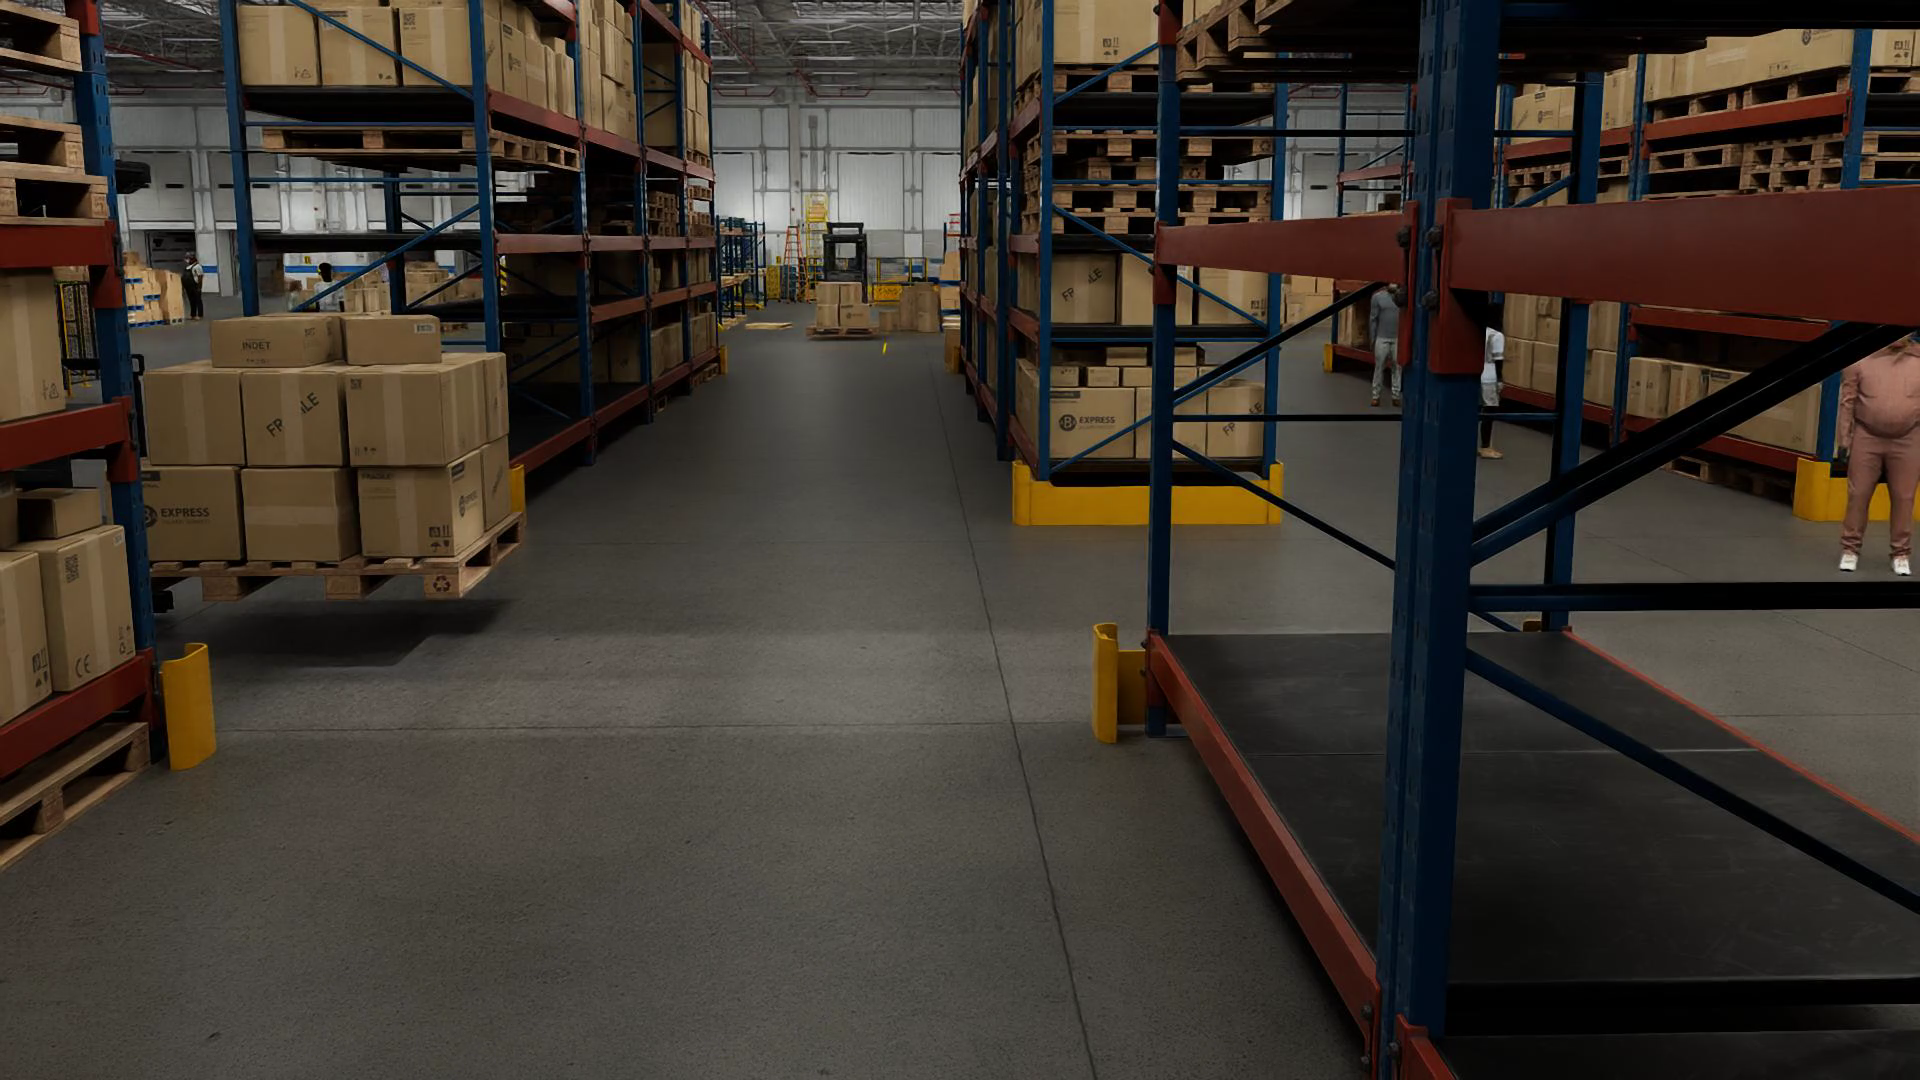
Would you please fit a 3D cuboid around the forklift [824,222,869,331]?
[{"bbox_3d":[-2.899,-6.686,42.367,1.129,2.768,1.873,0,10,-2],"label":"forklift"}]

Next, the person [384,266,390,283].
[{"bbox_3d":[-18.289,-8.207,53.665,0.718,1.868,0.590,8,13,37],"label":"person"}]

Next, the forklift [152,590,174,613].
[{"bbox_3d":[-5.858,-0.811,9.639,1.873,2.768,1.129,-1,10,-3],"label":"forklift"}]

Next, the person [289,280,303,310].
[{"bbox_3d":[-13.127,-4.345,32.904,0.851,1.596,0.530,-5,11,-26],"label":"person"}]

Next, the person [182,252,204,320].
[{"bbox_3d":[-23.005,-7.603,49.814,0.689,2.000,0.537,7,12,33],"label":"person"}]

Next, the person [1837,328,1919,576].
[{"bbox_3d":[6.558,-0.698,11.752,0.651,1.898,0.395,5,11,27],"label":"person"}]

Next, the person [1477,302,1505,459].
[{"bbox_3d":[5.701,-1.726,18.026,0.322,1.699,0.536,-3,11,-18],"label":"person"}]

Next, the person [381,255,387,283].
[{"bbox_3d":[-21.483,-9.795,62.373,0.400,1.919,0.585,1,10,4],"label":"person"}]

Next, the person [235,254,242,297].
[{"bbox_3d":[-30.138,-11.115,70.005,0.861,1.829,0.534,0,10,-2],"label":"person"}]

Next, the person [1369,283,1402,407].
[{"bbox_3d":[6.134,-2.858,23.668,0.627,1.941,0.372,2,10,13],"label":"person"}]

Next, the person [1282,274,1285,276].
[{"bbox_3d":[11.437,-8.933,57.517,0.628,1.937,0.368,-4,11,-20],"label":"person"}]

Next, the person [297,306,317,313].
[{"bbox_3d":[-6.716,-1.568,17.172,0.539,1.699,0.317,5,11,27],"label":"person"}]

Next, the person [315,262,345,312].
[{"bbox_3d":[-11.786,-4.215,31.160,0.627,1.963,0.364,2,10,9],"label":"person"}]

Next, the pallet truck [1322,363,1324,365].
[{"bbox_3d":[7.712,-4.157,30.737,1.885,1.965,0.823,3,11,16],"label":"pallet truck"}]
